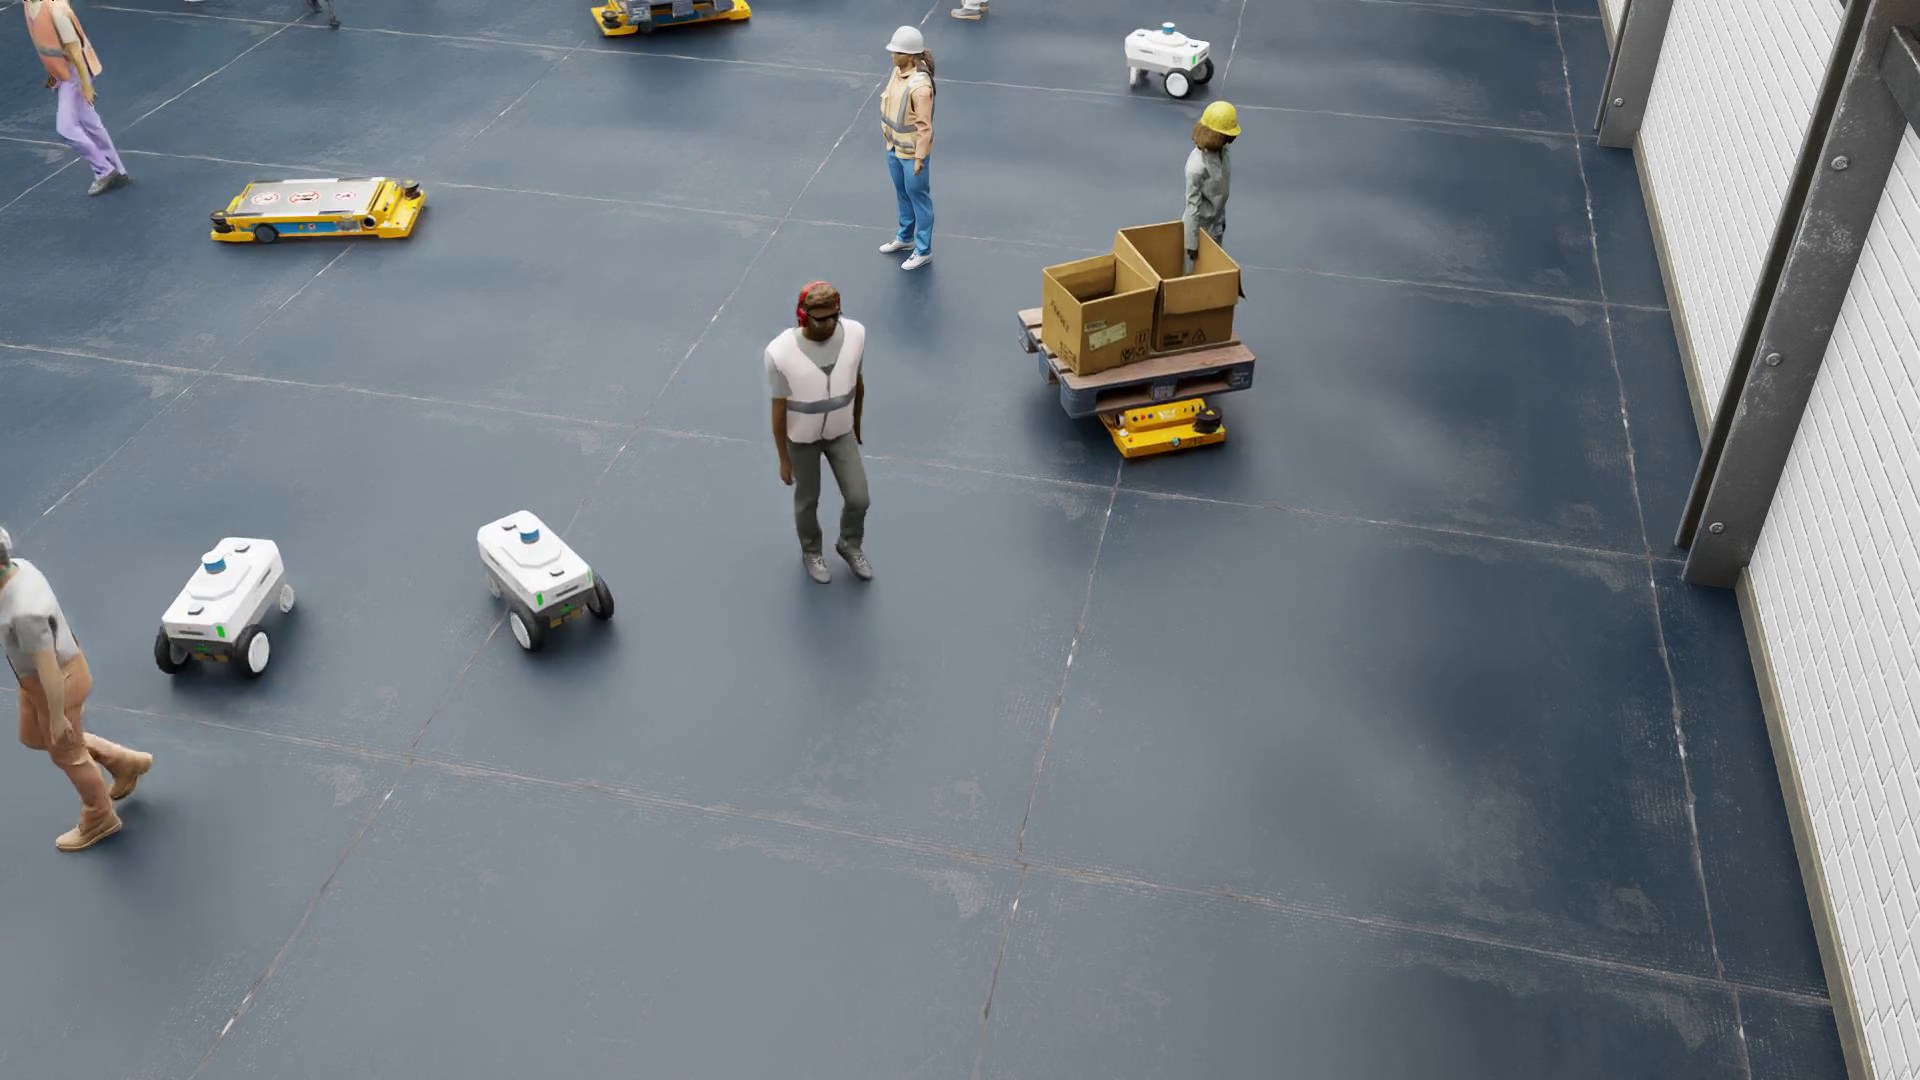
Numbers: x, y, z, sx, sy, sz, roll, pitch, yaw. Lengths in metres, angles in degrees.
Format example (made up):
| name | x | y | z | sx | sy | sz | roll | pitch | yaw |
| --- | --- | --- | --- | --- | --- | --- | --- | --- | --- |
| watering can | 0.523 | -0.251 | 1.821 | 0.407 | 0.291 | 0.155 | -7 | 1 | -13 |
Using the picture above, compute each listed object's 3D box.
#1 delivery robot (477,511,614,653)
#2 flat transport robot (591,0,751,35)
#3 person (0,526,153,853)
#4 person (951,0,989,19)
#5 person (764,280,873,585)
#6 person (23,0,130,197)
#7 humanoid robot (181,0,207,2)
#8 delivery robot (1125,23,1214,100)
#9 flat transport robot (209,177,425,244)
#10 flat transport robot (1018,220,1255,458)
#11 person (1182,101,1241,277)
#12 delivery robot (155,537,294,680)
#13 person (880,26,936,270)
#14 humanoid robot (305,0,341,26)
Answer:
| name | x | y | z | sx | sy | sz | roll | pitch | yaw |
| --- | --- | --- | --- | --- | --- | --- | --- | --- | --- |
| delivery robot | -2.207 | 0.192 | 8.737 | 0.499 | 0.611 | 0.792 | -27 | 44 | -31 |
| flat transport robot | -2.808 | -5.162 | 16.126 | 1.431 | 0.231 | 0.659 | -14 | 39 | -18 |
| person | -3.925 | 0.621 | 7.164 | 0.414 | 1.728 | 0.521 | -26 | 44 | -30 |
| person | 0.108 | -5.915 | 15.787 | 0.361 | 1.882 | 0.573 | 15 | 39 | 19 |
| person | -0.708 | -0.517 | 8.617 | 0.563 | 1.824 | 0.538 | -17 | 40 | -21 |
| person | -6.771 | -3.489 | 12.588 | 0.510 | 1.815 | 0.616 | -31 | 46 | -34 |
| humanoid robot | -7.374 | -5.955 | 15.987 | 0.532 | 1.708 | 1.072 | 17 | 40 | 22 |
| delivery robot | 1.845 | -4.230 | 14.654 | 0.783 | 0.612 | 0.523 | 20 | 41 | 25 |
| flat transport robot | -4.838 | -2.490 | 12.550 | 1.431 | 0.231 | 0.659 | -2 | 37 | -3 |
| flat transport robot | 1.104 | -1.016 | 10.578 | 0.659 | 0.231 | 1.431 | -10 | 38 | -14 |
| person | 1.586 | -1.992 | 10.663 | 0.322 | 1.727 | 0.496 | 20 | 41 | 24 |
| delivery robot | -3.766 | 0.335 | 8.529 | 0.499 | 0.591 | 0.768 | 4 | 37 | 5 |
| person | -0.343 | -2.767 | 11.700 | 0.365 | 1.732 | 0.487 | -19 | 41 | -24 |
| humanoid robot | -6.215 | -5.742 | 15.758 | 0.594 | 1.618 | 0.780 | -17 | 40 | -21 |
